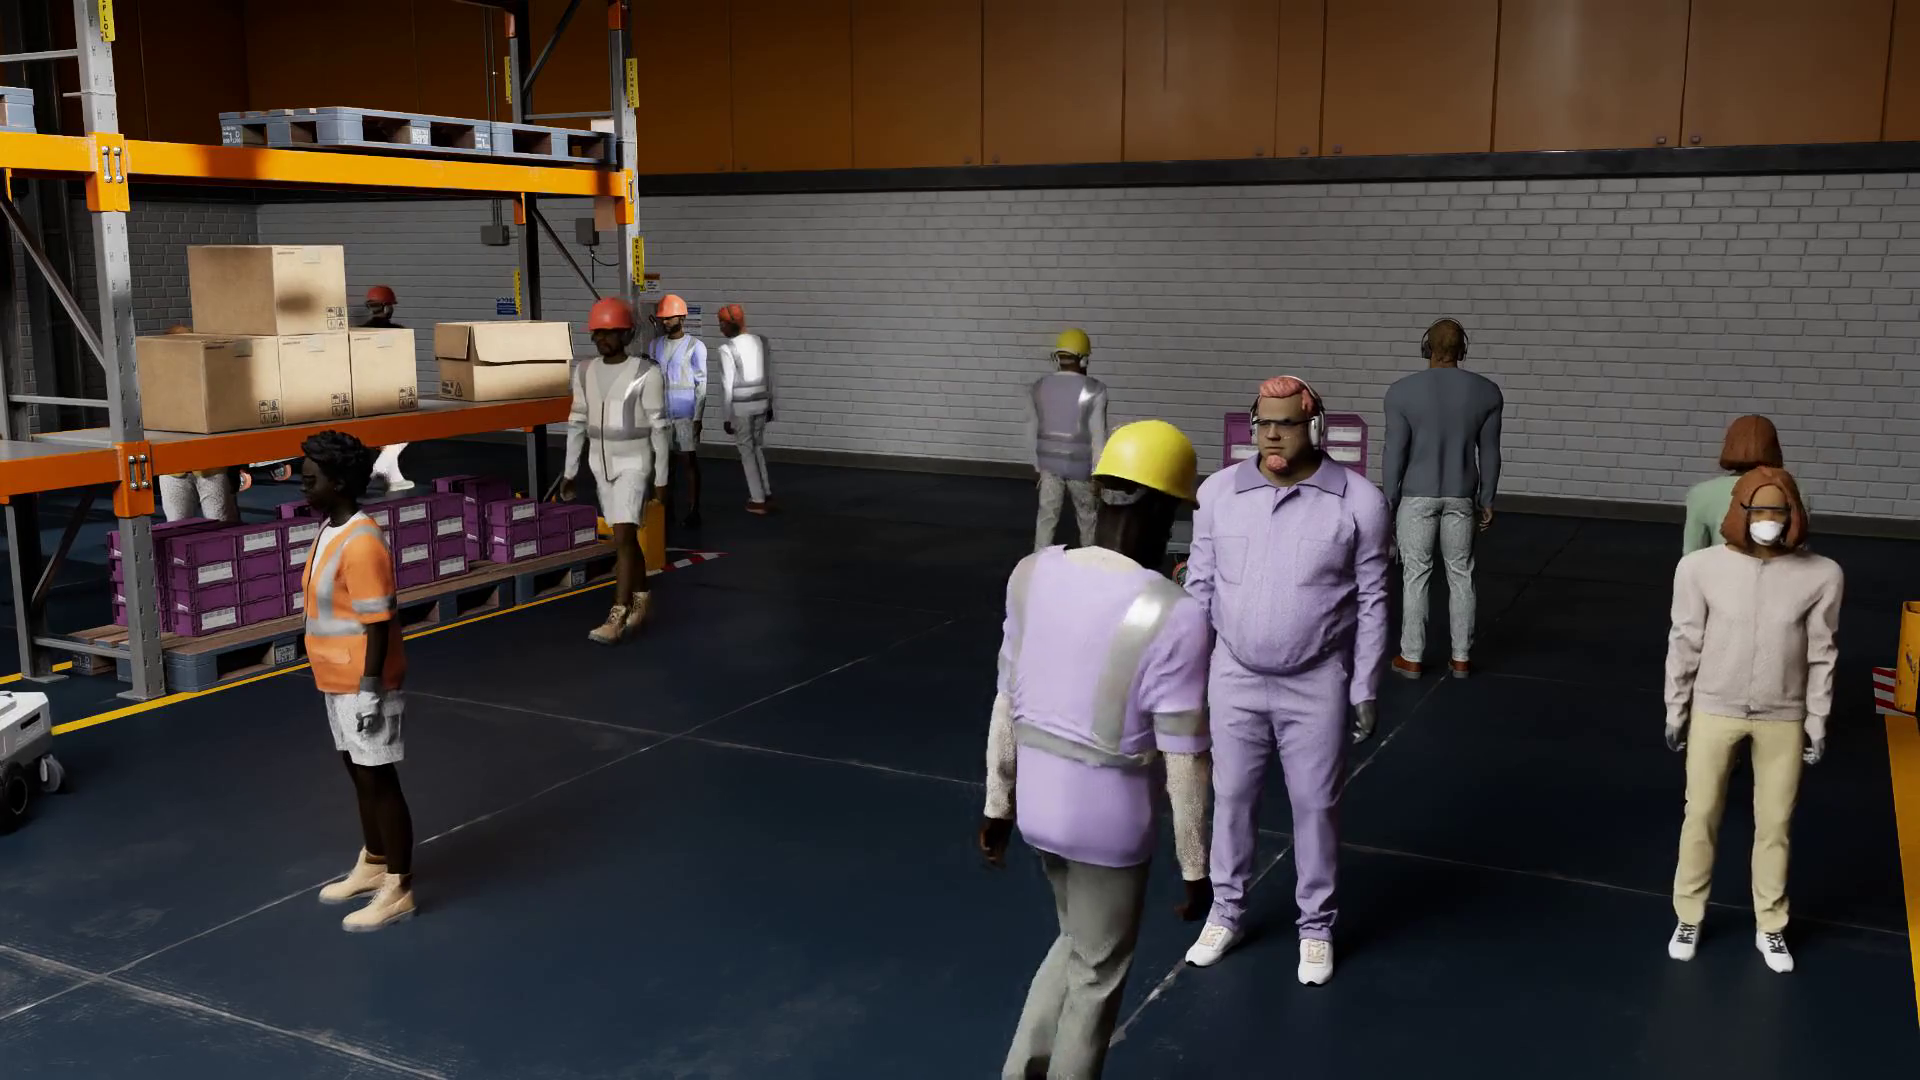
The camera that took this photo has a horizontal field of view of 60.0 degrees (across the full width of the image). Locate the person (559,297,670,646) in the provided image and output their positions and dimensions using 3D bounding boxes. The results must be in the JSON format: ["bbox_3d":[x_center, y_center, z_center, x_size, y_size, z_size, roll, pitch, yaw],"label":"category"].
[{"bbox_3d":[-2.059,-0.402,9.760,0.608,2.009,0.947,5,11,26],"label":"person"}]

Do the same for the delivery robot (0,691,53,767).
[{"bbox_3d":[-3.999,0.803,6.753,0.477,0.478,0.707,-1,10,-6],"label":"delivery robot"}]

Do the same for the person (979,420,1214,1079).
[{"bbox_3d":[0.345,0.661,3.954,0.452,1.893,0.631,-8,13,-40],"label":"person"}]

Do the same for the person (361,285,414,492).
[{"bbox_3d":[-5.432,-1.418,15.761,0.655,1.977,0.660,5,11,28],"label":"person"}]

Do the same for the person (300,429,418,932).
[{"bbox_3d":[-2.052,0.471,5.645,0.317,1.694,0.540,-6,12,-32],"label":"person"}]

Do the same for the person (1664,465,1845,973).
[{"bbox_3d":[2.500,0.568,5.294,0.493,1.627,0.286,3,10,18],"label":"person"}]

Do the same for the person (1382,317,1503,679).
[{"bbox_3d":[2.566,-0.216,8.921,0.635,1.937,0.355,0,10,1],"label":"person"}]

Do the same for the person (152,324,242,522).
[{"bbox_3d":[-4.888,-0.454,10.623,0.621,1.835,0.430,-1,10,-5],"label":"person"}]

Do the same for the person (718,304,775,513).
[{"bbox_3d":[-1.927,-1.141,14.571,0.544,1.840,0.648,9,13,42],"label":"person"}]

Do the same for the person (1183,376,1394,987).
[{"bbox_3d":[0.998,0.439,5.219,0.653,1.906,0.408,4,11,23],"label":"person"}]

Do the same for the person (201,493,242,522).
[{"bbox_3d":[-5.047,-0.527,11.210,0.300,1.772,0.532,0,10,-1],"label":"person"}]

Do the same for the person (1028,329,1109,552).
[{"bbox_3d":[0.727,-0.508,11.066,0.613,1.783,0.925,5,11,28],"label":"person"}]

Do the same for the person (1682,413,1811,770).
[{"bbox_3d":[3.278,0.272,7.028,0.633,1.610,0.503,-9,13,-43],"label":"person"}]

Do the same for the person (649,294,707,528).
[{"bbox_3d":[-2.366,-1.065,13.839,0.544,1.939,0.354,4,10,21],"label":"person"}]
